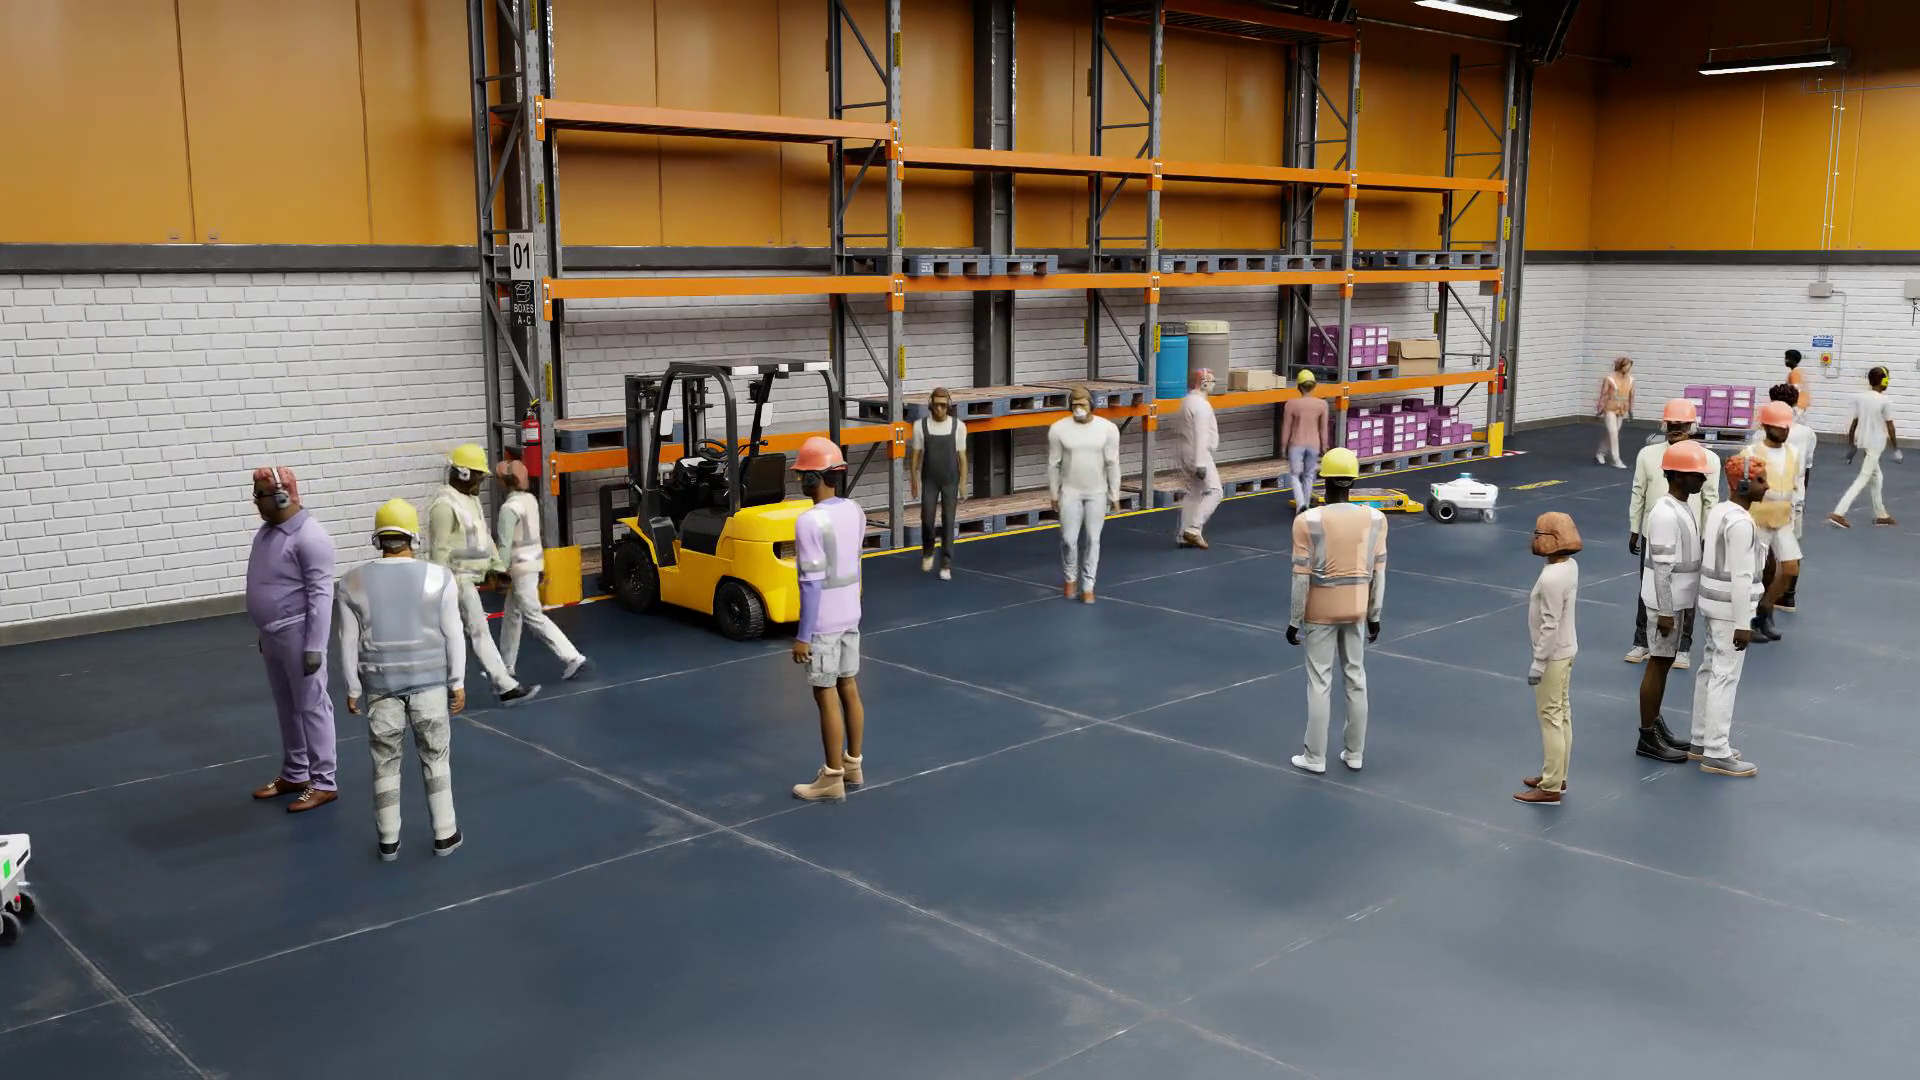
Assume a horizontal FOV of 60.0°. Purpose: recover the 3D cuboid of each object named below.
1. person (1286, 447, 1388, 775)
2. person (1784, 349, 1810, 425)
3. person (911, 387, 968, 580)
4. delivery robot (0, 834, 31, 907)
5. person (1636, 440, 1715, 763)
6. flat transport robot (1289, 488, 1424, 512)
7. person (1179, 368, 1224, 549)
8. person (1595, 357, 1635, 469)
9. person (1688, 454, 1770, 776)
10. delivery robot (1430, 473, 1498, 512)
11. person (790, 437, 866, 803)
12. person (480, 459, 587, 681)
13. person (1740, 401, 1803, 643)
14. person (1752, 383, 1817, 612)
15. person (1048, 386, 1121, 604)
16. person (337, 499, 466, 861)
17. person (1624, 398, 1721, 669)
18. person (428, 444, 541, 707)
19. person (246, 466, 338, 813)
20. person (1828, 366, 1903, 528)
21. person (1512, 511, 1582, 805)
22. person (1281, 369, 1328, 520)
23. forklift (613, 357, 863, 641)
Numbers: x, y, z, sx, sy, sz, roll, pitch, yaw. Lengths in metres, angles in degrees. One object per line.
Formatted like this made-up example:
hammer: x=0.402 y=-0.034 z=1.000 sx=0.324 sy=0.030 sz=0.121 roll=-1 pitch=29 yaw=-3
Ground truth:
person: x=2.196 y=0.418 z=9.759 sx=0.594 sy=1.925 sz=0.368 roll=-2 pitch=10 yaw=-13
person: x=12.322 y=-1.977 z=24.558 sx=0.575 sy=1.664 sz=0.545 roll=7 pitch=12 yaw=37
person: x=-0.189 y=-0.529 z=15.605 sx=0.527 sy=1.827 sz=0.420 roll=0 pitch=10 yaw=-3
delivery robot: x=-4.530 y=1.467 z=7.362 sx=0.707 sy=0.478 sz=0.477 roll=-2 pitch=10 yaw=-14
person: x=4.317 y=0.362 z=10.060 sx=0.357 sy=1.938 sz=0.542 roll=6 pitch=11 yaw=30
flat transport robot: x=4.715 y=-0.471 z=19.813 sx=1.431 sy=0.197 sz=0.652 roll=-1 pitch=10 yaw=-7
person: x=2.481 y=-0.833 z=17.185 sx=0.443 sy=1.889 sz=0.669 roll=-1 pitch=10 yaw=-7
person: x=9.463 y=-1.856 z=24.078 sx=0.531 sy=1.592 sz=0.828 roll=-3 pitch=10 yaw=-16
person: x=4.538 y=0.433 z=9.802 sx=0.339 sy=1.882 sz=0.584 roll=2 pitch=10 yaw=10
delivery robot: x=5.765 y=-0.525 z=19.022 sx=0.707 sy=0.478 sz=0.477 roll=1 pitch=10 yaw=6
person: x=-0.757 y=0.444 z=9.269 sx=0.396 sy=2.044 sz=0.609 roll=5 pitch=11 yaw=25
person: x=-3.054 y=0.223 z=11.845 sx=0.779 sy=1.610 sz=0.523 roll=0 pitch=10 yaw=2
person: x=6.322 y=-0.130 z=12.996 sx=0.566 sy=1.916 sz=0.437 roll=-2 pitch=10 yaw=-12
person: x=6.944 y=-0.347 z=14.134 sx=0.607 sy=1.963 sz=0.374 roll=-3 pitch=10 yaw=-17
person: x=1.083 y=-0.386 z=14.487 sx=0.636 sy=1.920 sz=0.438 roll=0 pitch=10 yaw=2
person: x=-2.794 y=0.703 z=8.383 sx=0.600 sy=1.827 sz=0.404 roll=-2 pitch=10 yaw=-12
person: x=5.265 y=-0.053 z=12.317 sx=0.614 sy=1.997 sz=0.374 roll=7 pitch=12 yaw=35
person: x=-3.275 y=0.243 z=11.234 sx=0.887 sy=1.770 sz=0.590 roll=0 pitch=10 yaw=-3
person: x=-3.698 y=0.536 z=9.152 sx=0.636 sy=1.903 sz=0.405 roll=9 pitch=13 yaw=41
person: x=10.158 y=-1.029 z=18.586 sx=0.990 sy=1.830 sz=0.508 roll=-2 pitch=10 yaw=-9
person: x=3.276 y=0.653 z=9.244 sx=0.278 sy=1.634 sz=0.499 roll=6 pitch=11 yaw=31
person: x=3.960 y=-1.087 z=19.105 sx=0.540 sy=1.749 sz=0.706 roll=-1 pitch=10 yaw=-5
forklift: x=-1.847 y=-0.414 z=13.852 sx=1.214 sy=2.155 sz=2.313 roll=-9 pitch=13 yaw=-42
